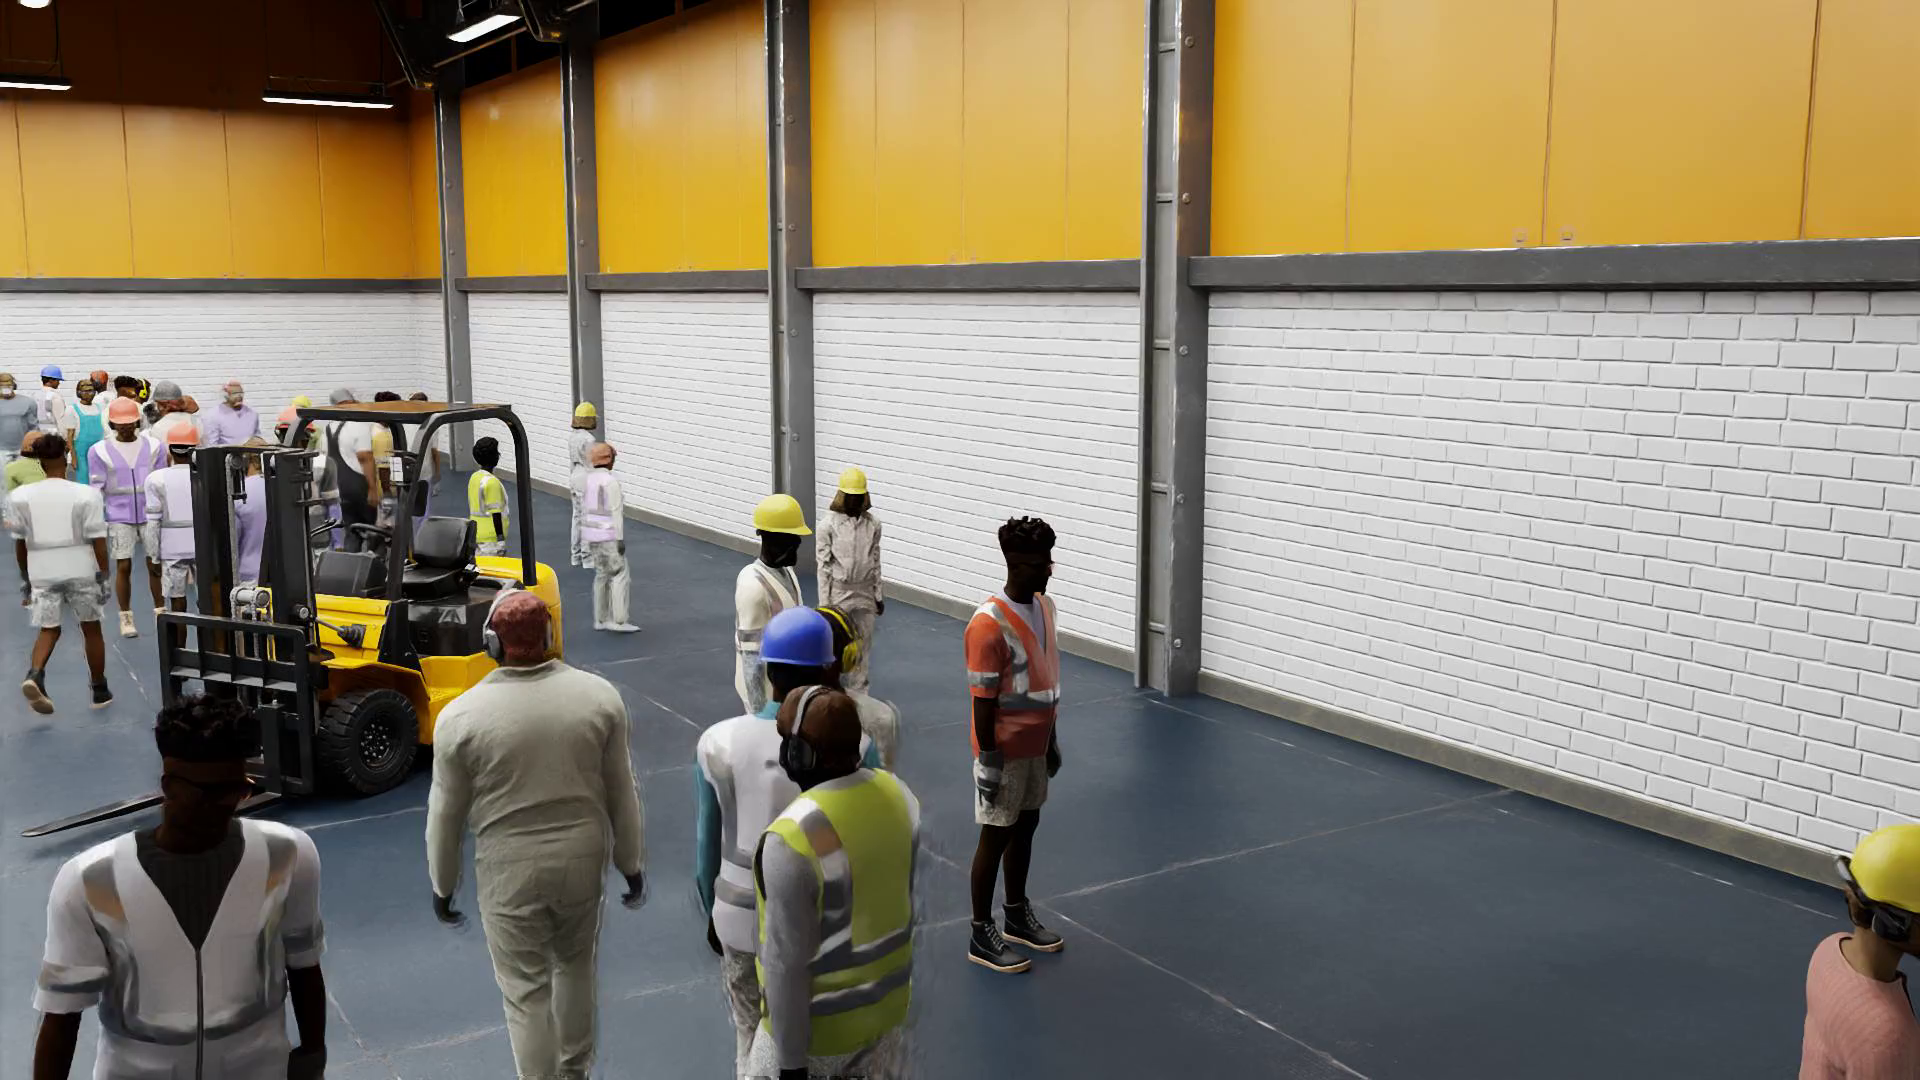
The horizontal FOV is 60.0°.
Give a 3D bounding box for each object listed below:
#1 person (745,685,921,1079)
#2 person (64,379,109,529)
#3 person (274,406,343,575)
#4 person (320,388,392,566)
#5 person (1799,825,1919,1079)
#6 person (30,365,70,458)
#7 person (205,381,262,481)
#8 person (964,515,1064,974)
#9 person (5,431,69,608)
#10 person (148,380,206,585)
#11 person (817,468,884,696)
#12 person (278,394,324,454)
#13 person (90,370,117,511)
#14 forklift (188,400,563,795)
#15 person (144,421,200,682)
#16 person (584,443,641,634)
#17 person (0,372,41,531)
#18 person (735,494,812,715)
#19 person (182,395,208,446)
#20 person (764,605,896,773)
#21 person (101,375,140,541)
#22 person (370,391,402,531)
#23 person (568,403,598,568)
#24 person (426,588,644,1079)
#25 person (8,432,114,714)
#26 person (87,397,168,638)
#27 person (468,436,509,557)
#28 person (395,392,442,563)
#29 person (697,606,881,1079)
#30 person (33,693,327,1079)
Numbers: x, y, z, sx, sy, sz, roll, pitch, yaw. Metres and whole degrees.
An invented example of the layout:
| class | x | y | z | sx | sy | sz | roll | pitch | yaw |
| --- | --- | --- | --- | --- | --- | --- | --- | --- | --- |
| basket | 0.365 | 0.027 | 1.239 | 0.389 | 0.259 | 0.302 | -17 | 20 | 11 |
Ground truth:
| class | x | y | z | sx | sy | sz | roll | pitch | yaw |
| --- | --- | --- | --- | --- | --- | --- | --- | --- | --- |
| person | -0.373 | 1.294 | 4.616 | 0.512 | 1.823 | 0.640 | 6 | 10 | 36 |
| person | -10.563 | -1.028 | 20.193 | 0.345 | 1.846 | 0.508 | 4 | 9 | 27 |
| person | -4.953 | 0.016 | 12.514 | 0.605 | 2.036 | 0.393 | -2 | 9 | -12 |
| person | -5.804 | -0.511 | 16.047 | 0.773 | 2.000 | 0.540 | 5 | 10 | 30 |
| person | 1.994 | 1.470 | 3.672 | 0.342 | 1.754 | 0.531 | 2 | 9 | 16 |
| person | -11.906 | -1.319 | 21.842 | 0.604 | 1.938 | 0.402 | 5 | 10 | 28 |
| person | -8.082 | -0.841 | 18.756 | 0.643 | 1.890 | 0.680 | 7 | 11 | 38 |
| person | 0.241 | 0.859 | 7.114 | 0.388 | 1.958 | 0.598 | 5 | 10 | 30 |
| person | -8.475 | -0.192 | 15.306 | 0.500 | 1.623 | 0.305 | -4 | 9 | -24 |
| person | -7.778 | -0.567 | 16.428 | 0.535 | 2.000 | 0.680 | 1 | 9 | 10 |
| person | -0.712 | 0.387 | 10.999 | 0.489 | 1.741 | 0.322 | -6 | 10 | -34 |
| person | -7.507 | -0.790 | 18.986 | 0.526 | 1.735 | 0.786 | -3 | 9 | -17 |
| person | -11.177 | -1.281 | 21.789 | 0.350 | 1.879 | 0.576 | -1 | 8 | -3 |
| forklift | -3.529 | 0.258 | 10.348 | 1.214 | 2.155 | 2.313 | 4 | 9 | 25 |
| person | -5.742 | 0.083 | 12.393 | 0.551 | 1.934 | 0.372 | -4 | 9 | -24 |
| person | -2.966 | -0.008 | 14.079 | 0.386 | 1.617 | 0.557 | -6 | 11 | -37 |
| person | -11.541 | -1.079 | 20.264 | 0.636 | 1.931 | 0.377 | -6 | 10 | -34 |
| person | -0.898 | 0.724 | 8.145 | 0.385 | 1.919 | 0.583 | 1 | 9 | 10 |
| person | -9.506 | -0.980 | 20.574 | 0.507 | 1.632 | 0.268 | 5 | 10 | 29 |
| person | -0.464 | 1.141 | 5.597 | 0.573 | 1.848 | 0.567 | 3 | 9 | 21 |
| person | -9.570 | -0.917 | 19.108 | 0.549 | 1.941 | 0.699 | 1 | 8 | 5 |
| person | -5.556 | -0.471 | 16.098 | 0.413 | 1.949 | 0.625 | -3 | 9 | -21 |
| person | -3.938 | -0.577 | 17.531 | 0.322 | 1.737 | 0.488 | -7 | 11 | -40 |
| person | -1.462 | 1.101 | 5.679 | 0.691 | 1.886 | 0.769 | -5 | 10 | -29 |
| person | -6.108 | 0.248 | 11.299 | 0.628 | 1.938 | 0.726 | -2 | 9 | -15 |
| person | -6.920 | -0.186 | 13.923 | 0.613 | 2.028 | 0.409 | -6 | 10 | -36 |
| person | -3.903 | -0.013 | 13.830 | 0.314 | 1.699 | 0.540 | -6 | 10 | -34 |
| person | -5.730 | -0.637 | 17.524 | 0.533 | 1.852 | 0.475 | -6 | 10 | -35 |
| person | -0.513 | 1.164 | 5.138 | 0.644 | 1.922 | 0.476 | 2 | 9 | 12 |
| person | -1.856 | 1.330 | 3.969 | 0.714 | 1.936 | 0.586 | -4 | 10 | -27 |
